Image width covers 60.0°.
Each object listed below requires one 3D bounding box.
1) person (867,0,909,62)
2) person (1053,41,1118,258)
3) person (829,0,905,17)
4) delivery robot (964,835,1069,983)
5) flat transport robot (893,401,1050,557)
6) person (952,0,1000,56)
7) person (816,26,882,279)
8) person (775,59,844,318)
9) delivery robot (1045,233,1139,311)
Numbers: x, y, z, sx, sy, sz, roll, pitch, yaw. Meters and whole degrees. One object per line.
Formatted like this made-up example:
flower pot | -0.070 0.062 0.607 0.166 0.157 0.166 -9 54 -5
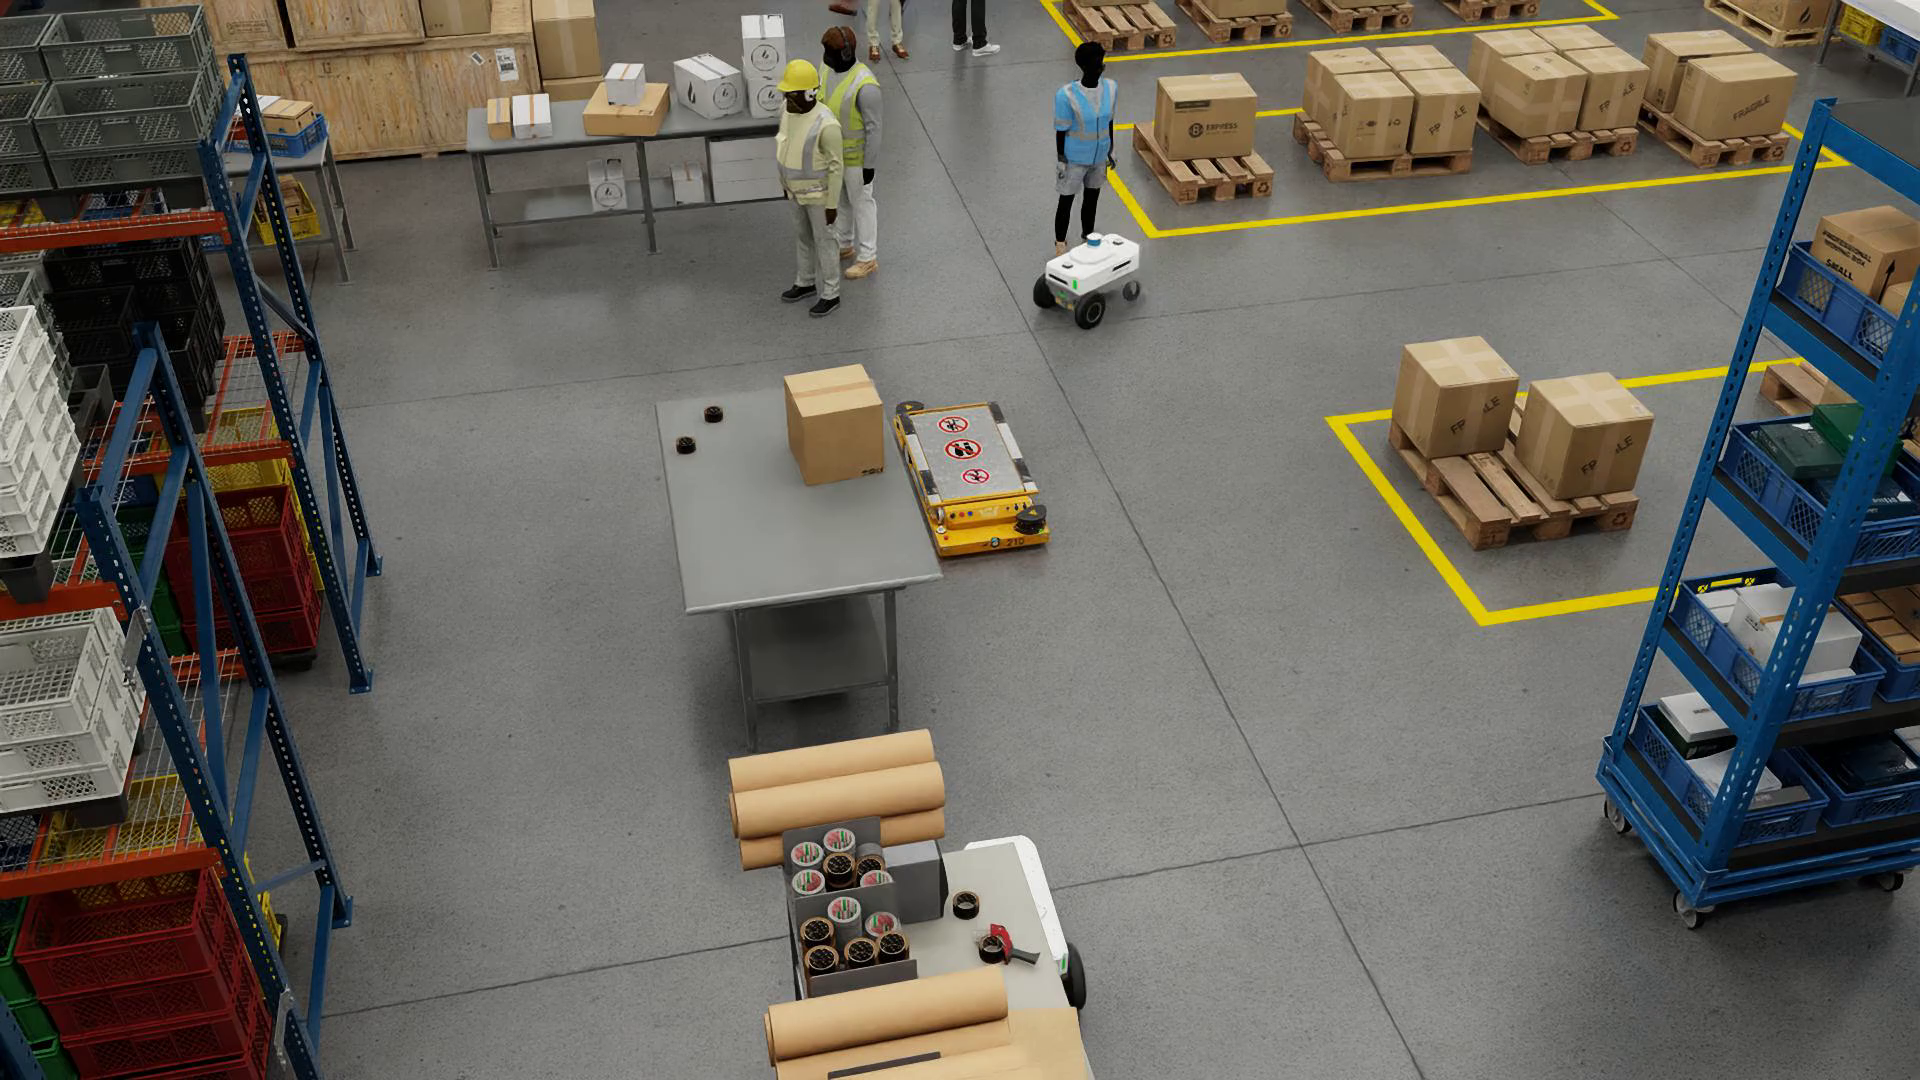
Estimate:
person | -0.703 -5.388 15.458 0.512 1.857 0.343 -12 38 -16
person | 0.910 -2.796 12.101 0.531 1.698 0.320 -19 41 -24
person | -0.945 -6.090 16.382 0.809 1.878 0.650 24 43 29
delivery robot | 0.223 1.590 7.082 0.477 0.478 0.707 -7 37 -9
flat transport robot | 0.046 -0.430 10.108 0.652 0.197 1.431 -8 37 -10
person | 0.110 -5.523 15.584 0.591 1.919 0.392 30 46 34
person | -0.823 -2.788 11.972 0.429 1.841 0.633 -26 44 -30
person | -1.045 -2.427 11.492 0.404 1.834 0.591 -27 45 -32
delivery robot | 0.944 -1.944 11.827 0.707 0.478 0.477 -28 45 -33
